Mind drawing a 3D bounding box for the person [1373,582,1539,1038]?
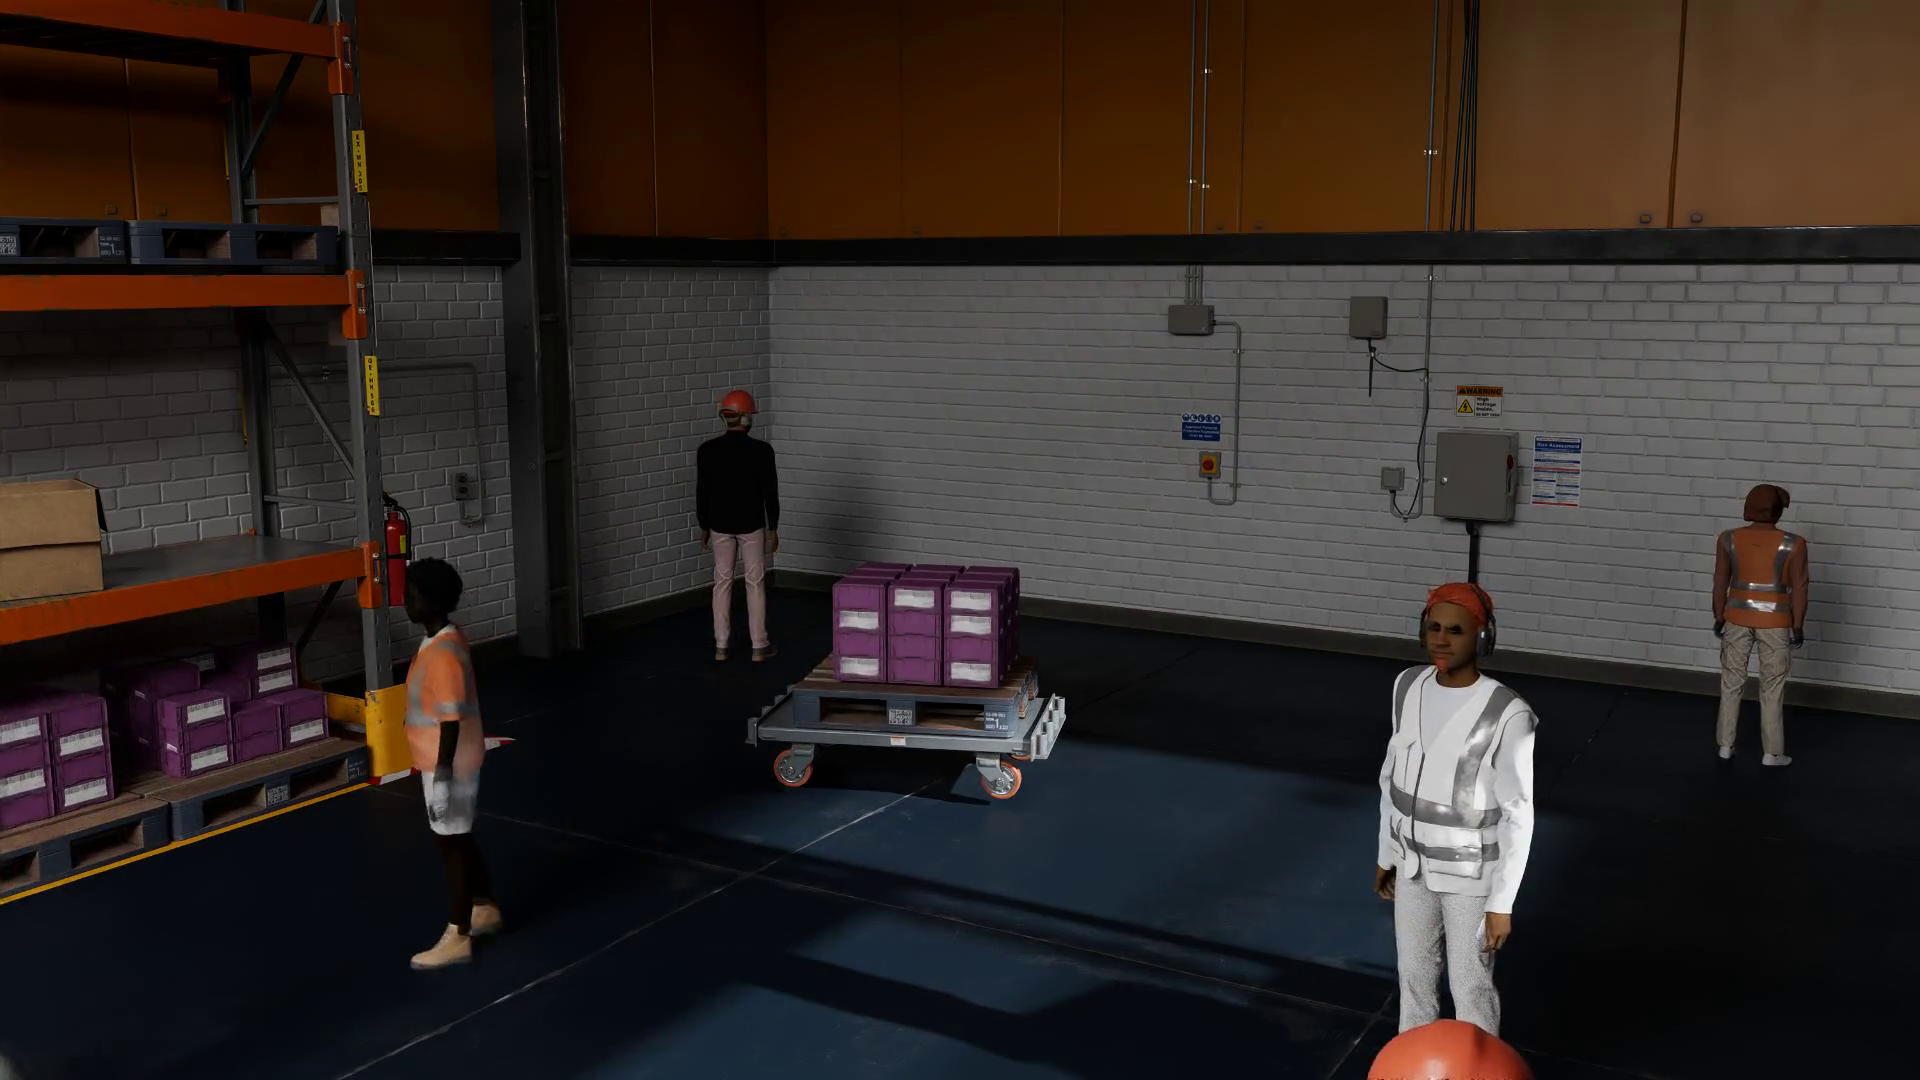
[{"bbox_3d":[1.539,1.060,5.292,0.353,1.884,0.578,-5,11,-30],"label":"person"}]

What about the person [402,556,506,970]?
[{"bbox_3d":[-2.116,0.907,6.847,0.320,1.700,0.541,-3,10,-17],"label":"person"}]

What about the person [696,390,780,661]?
[{"bbox_3d":[-1.620,-0.104,12.220,0.617,1.990,0.393,2,9,11],"label":"person"}]

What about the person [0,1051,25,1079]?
[{"bbox_3d":[-3.182,1.106,5.023,0.964,1.886,0.598,-2,9,-10],"label":"person"}]

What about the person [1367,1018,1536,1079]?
[{"bbox_3d":[0.604,1.535,2.158,0.547,1.938,0.378,2,9,14],"label":"person"}]

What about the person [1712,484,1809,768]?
[{"bbox_3d":[4.602,0.494,9.594,0.512,1.638,0.312,8,12,43],"label":"person"}]
